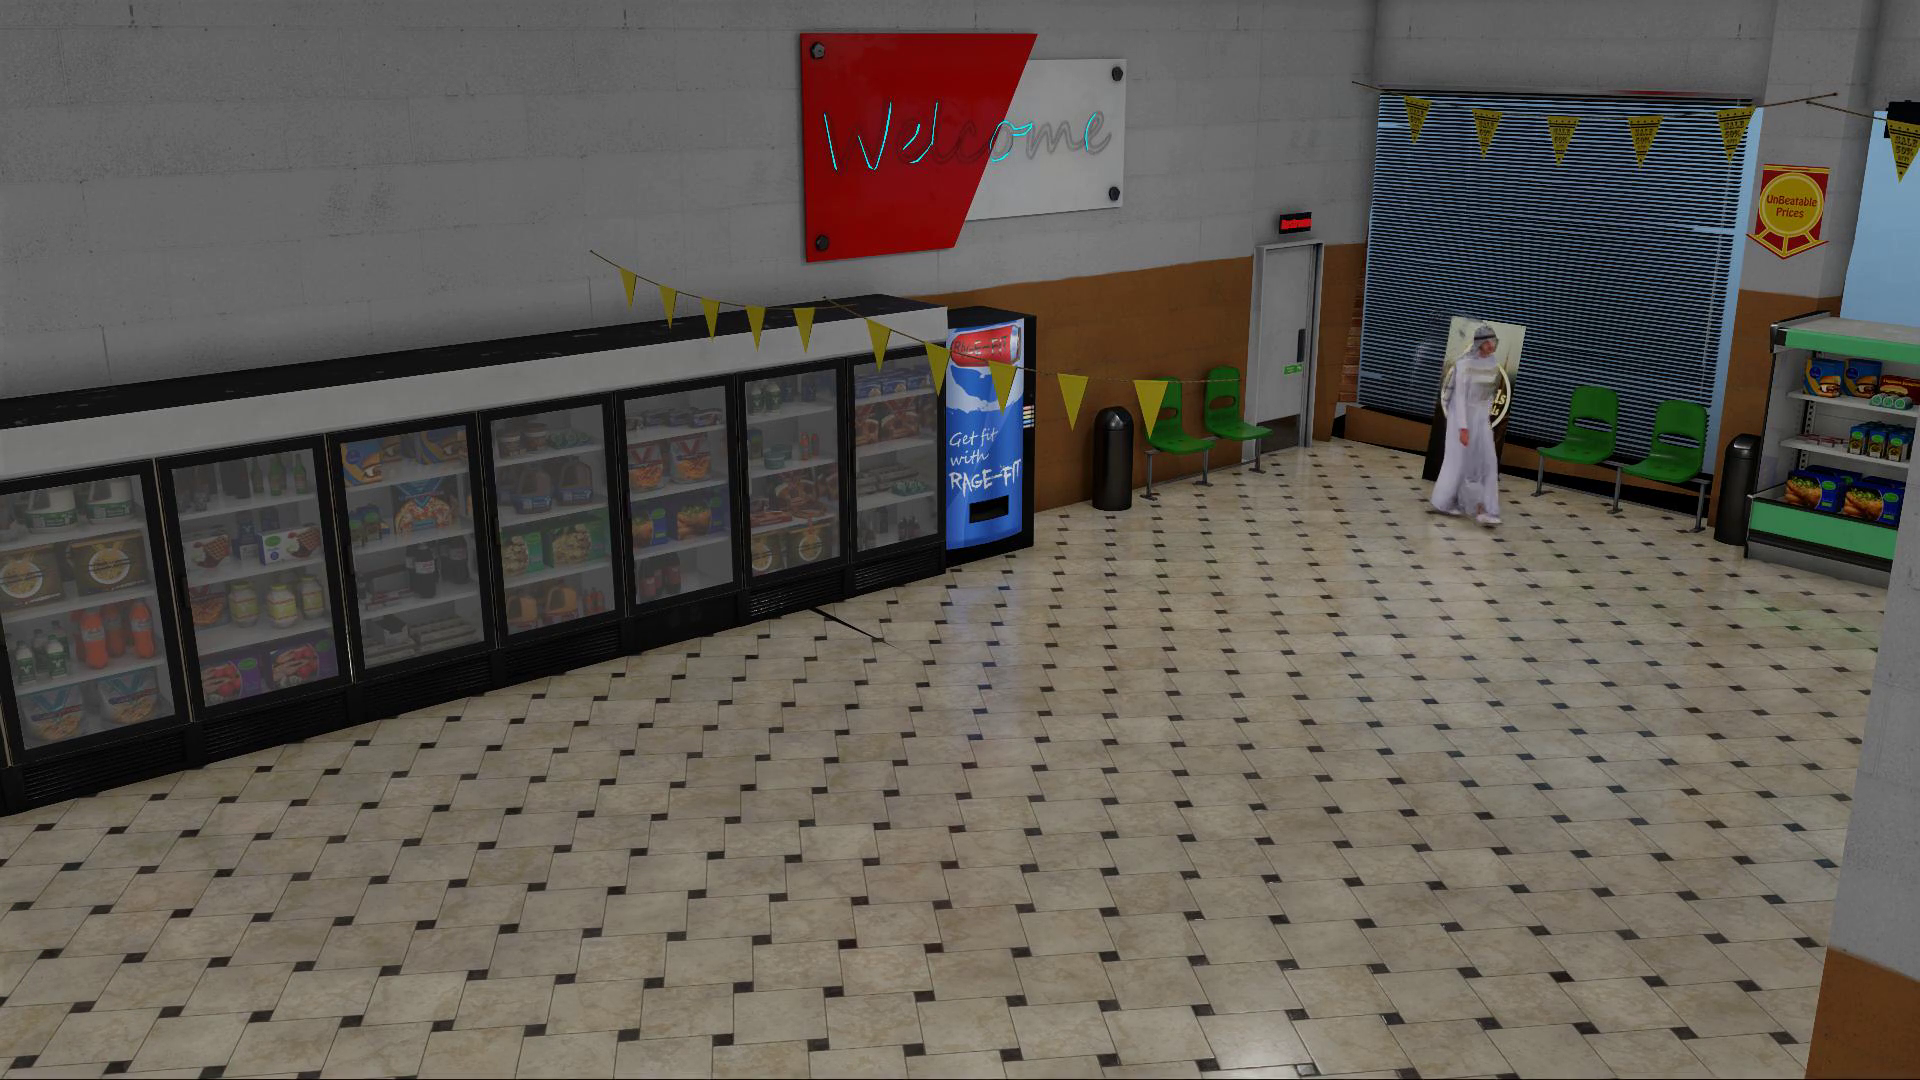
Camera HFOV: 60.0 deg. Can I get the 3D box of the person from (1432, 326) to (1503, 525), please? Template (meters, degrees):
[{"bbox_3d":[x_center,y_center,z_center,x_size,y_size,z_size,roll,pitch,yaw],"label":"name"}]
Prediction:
[{"bbox_3d":[4.735,-1.093,15.605,0.895,1.864,1.212,-10,20,-30],"label":"person"}]
